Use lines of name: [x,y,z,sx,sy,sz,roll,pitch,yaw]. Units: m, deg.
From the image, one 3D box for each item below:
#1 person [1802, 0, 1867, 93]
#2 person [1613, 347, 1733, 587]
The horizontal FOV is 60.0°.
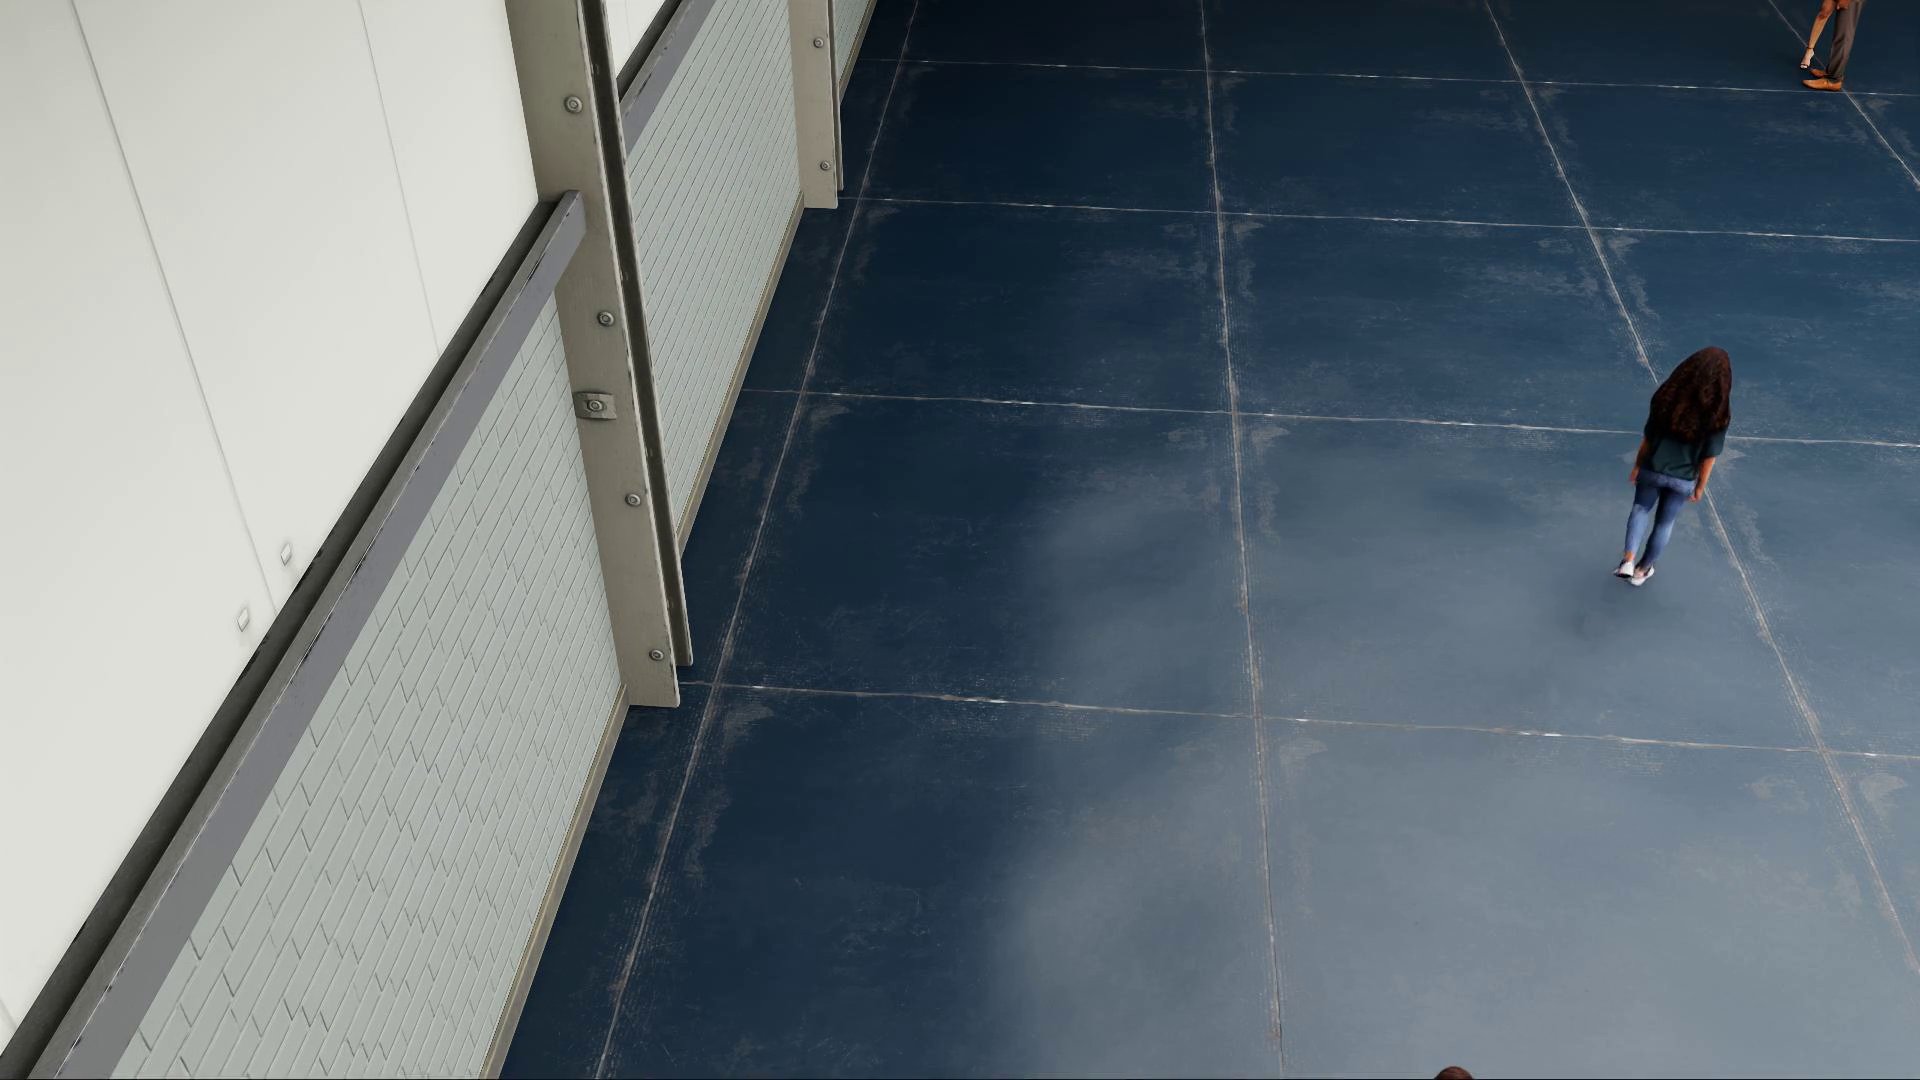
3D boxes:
person: [8.260,-5.100,15.285,0.848,1.908,0.718,21,43,25]
person: [4.016,-0.353,9.464,0.742,1.604,0.816,22,43,25]
